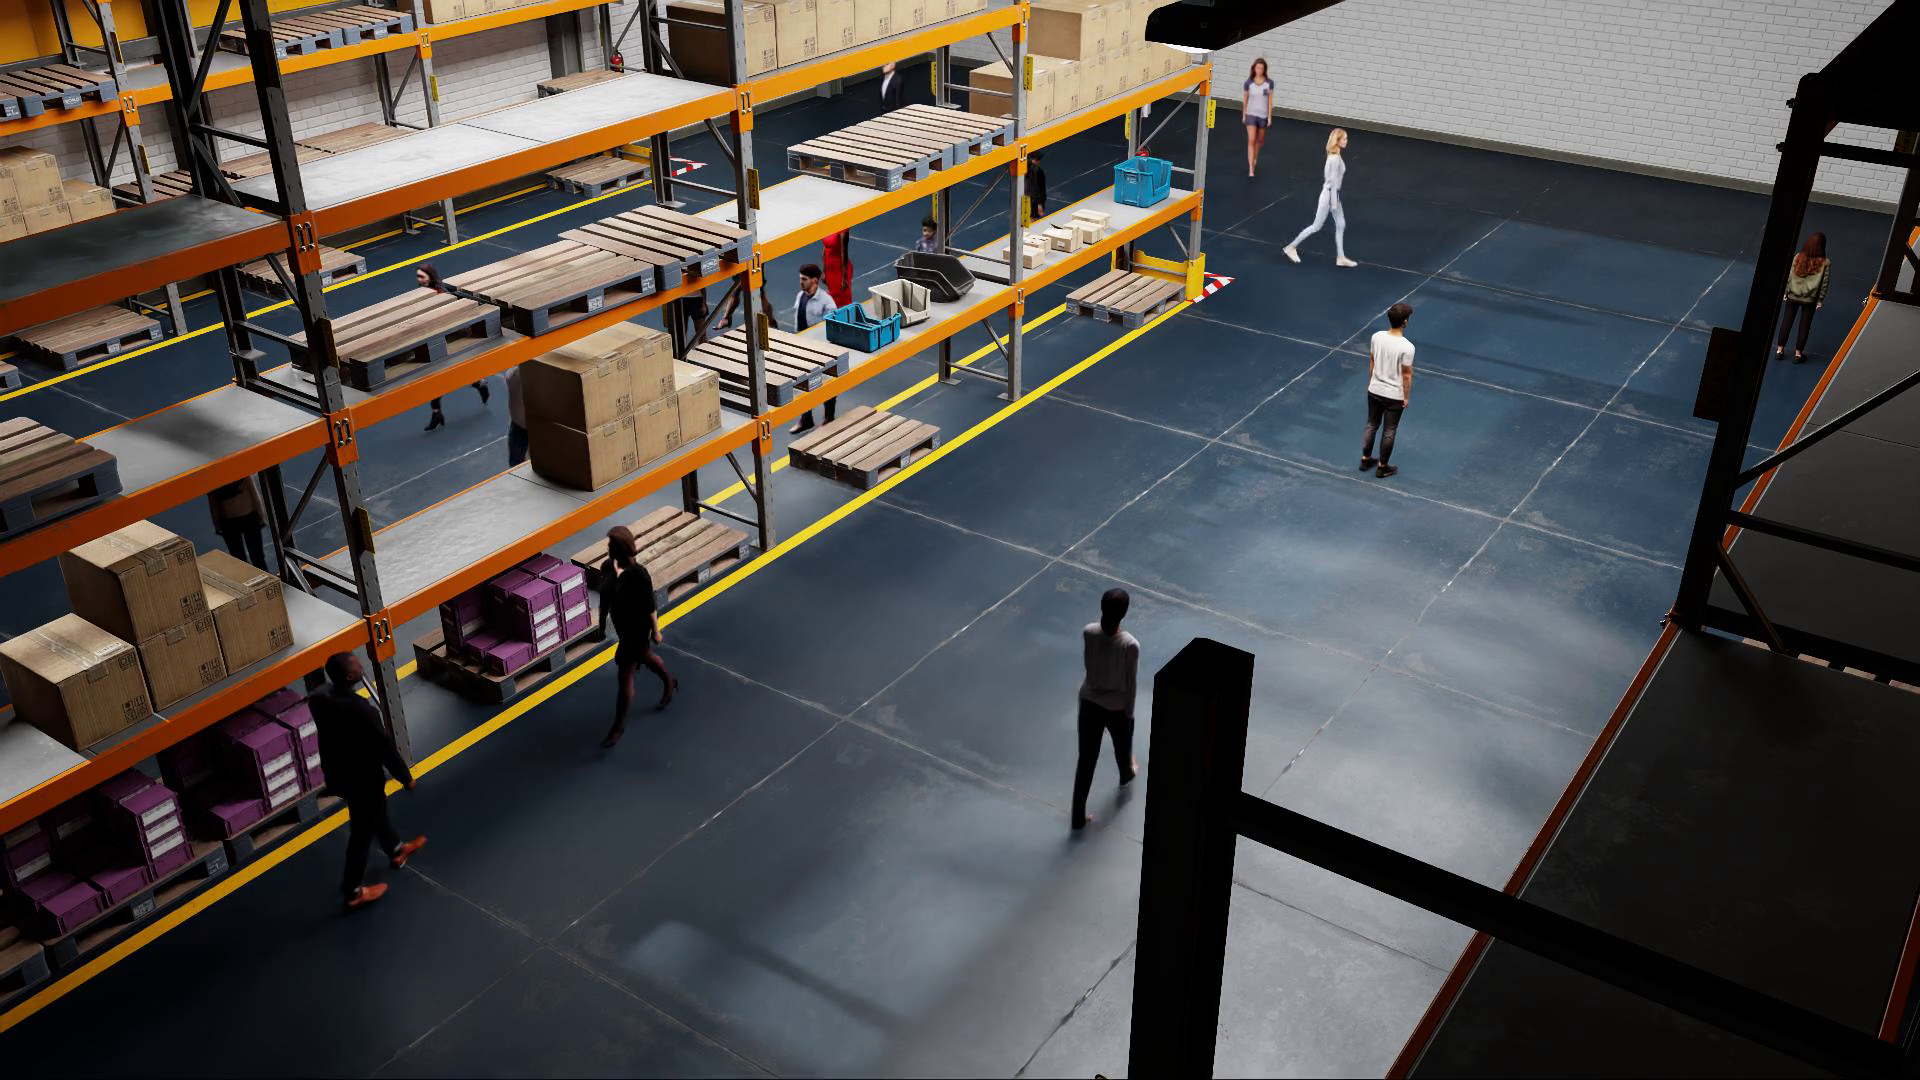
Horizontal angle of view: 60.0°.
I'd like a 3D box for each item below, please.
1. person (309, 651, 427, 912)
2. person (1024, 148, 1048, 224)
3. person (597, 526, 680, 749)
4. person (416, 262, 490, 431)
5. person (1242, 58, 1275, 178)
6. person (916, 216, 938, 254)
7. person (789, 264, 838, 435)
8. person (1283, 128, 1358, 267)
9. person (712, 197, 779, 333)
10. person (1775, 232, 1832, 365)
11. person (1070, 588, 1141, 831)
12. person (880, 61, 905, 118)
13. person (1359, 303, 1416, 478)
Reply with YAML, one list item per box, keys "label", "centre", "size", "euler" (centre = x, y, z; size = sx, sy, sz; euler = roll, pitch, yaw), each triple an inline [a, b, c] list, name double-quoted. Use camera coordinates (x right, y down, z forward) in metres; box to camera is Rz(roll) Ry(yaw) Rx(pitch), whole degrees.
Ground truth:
- label: "person"
  centre: [-3.817, 1.531, 10.314]
  size: [0.767, 1.792, 0.972]
  euler: [22, 36, 35]
- label: "person"
  centre: [0.883, -4.348, 21.348]
  size: [0.768, 1.547, 0.709]
  euler: [-4, 29, -8]
- label: "person"
  centre: [-2.331, 0.631, 12.113]
  size: [0.585, 1.649, 1.068]
  euler: [18, 33, 30]
- label: "person"
  centre: [-5.201, -1.990, 16.835]
  size: [0.628, 1.729, 1.030]
  euler: [18, 33, 29]
- label: "person"
  centre: [4.437, -6.323, 24.813]
  size: [0.943, 1.696, 1.169]
  euler: [3, 29, 5]
- label: "person"
  centre: [-0.356, -3.214, 19.586]
  size: [0.560, 1.244, 0.612]
  euler: [11, 31, 19]
- label: "person"
  centre: [-1.364, -1.911, 16.620]
  size: [0.715, 1.796, 0.727]
  euler: [22, 35, 34]
- label: "person"
  centre: [4.589, -4.301, 21.045]
  size: [0.971, 1.756, 1.196]
  euler: [7, 29, 13]
- label: "person"
  centre: [-2.315, -3.088, 18.901]
  size: [1.085, 1.678, 0.994]
  euler: [-8, 30, -14]
- label: "person"
  centre: [9.317, -2.686, 18.377]
  size: [0.586, 1.475, 0.515]
  euler: [22, 35, 34]
- label: "person"
  centre: [0.925, 1.148, 11.083]
  size: [0.702, 1.728, 1.138]
  euler: [14, 31, 23]
- label: "person"
  centre: [-0.955, -6.287, 24.652]
  size: [0.733, 1.788, 0.798]
  euler: [-23, 36, -36]
- label: "person"
  centre: [4.061, -1.440, 15.839]
  size: [0.595, 1.718, 0.652]
  euler: [-24, 37, -37]
